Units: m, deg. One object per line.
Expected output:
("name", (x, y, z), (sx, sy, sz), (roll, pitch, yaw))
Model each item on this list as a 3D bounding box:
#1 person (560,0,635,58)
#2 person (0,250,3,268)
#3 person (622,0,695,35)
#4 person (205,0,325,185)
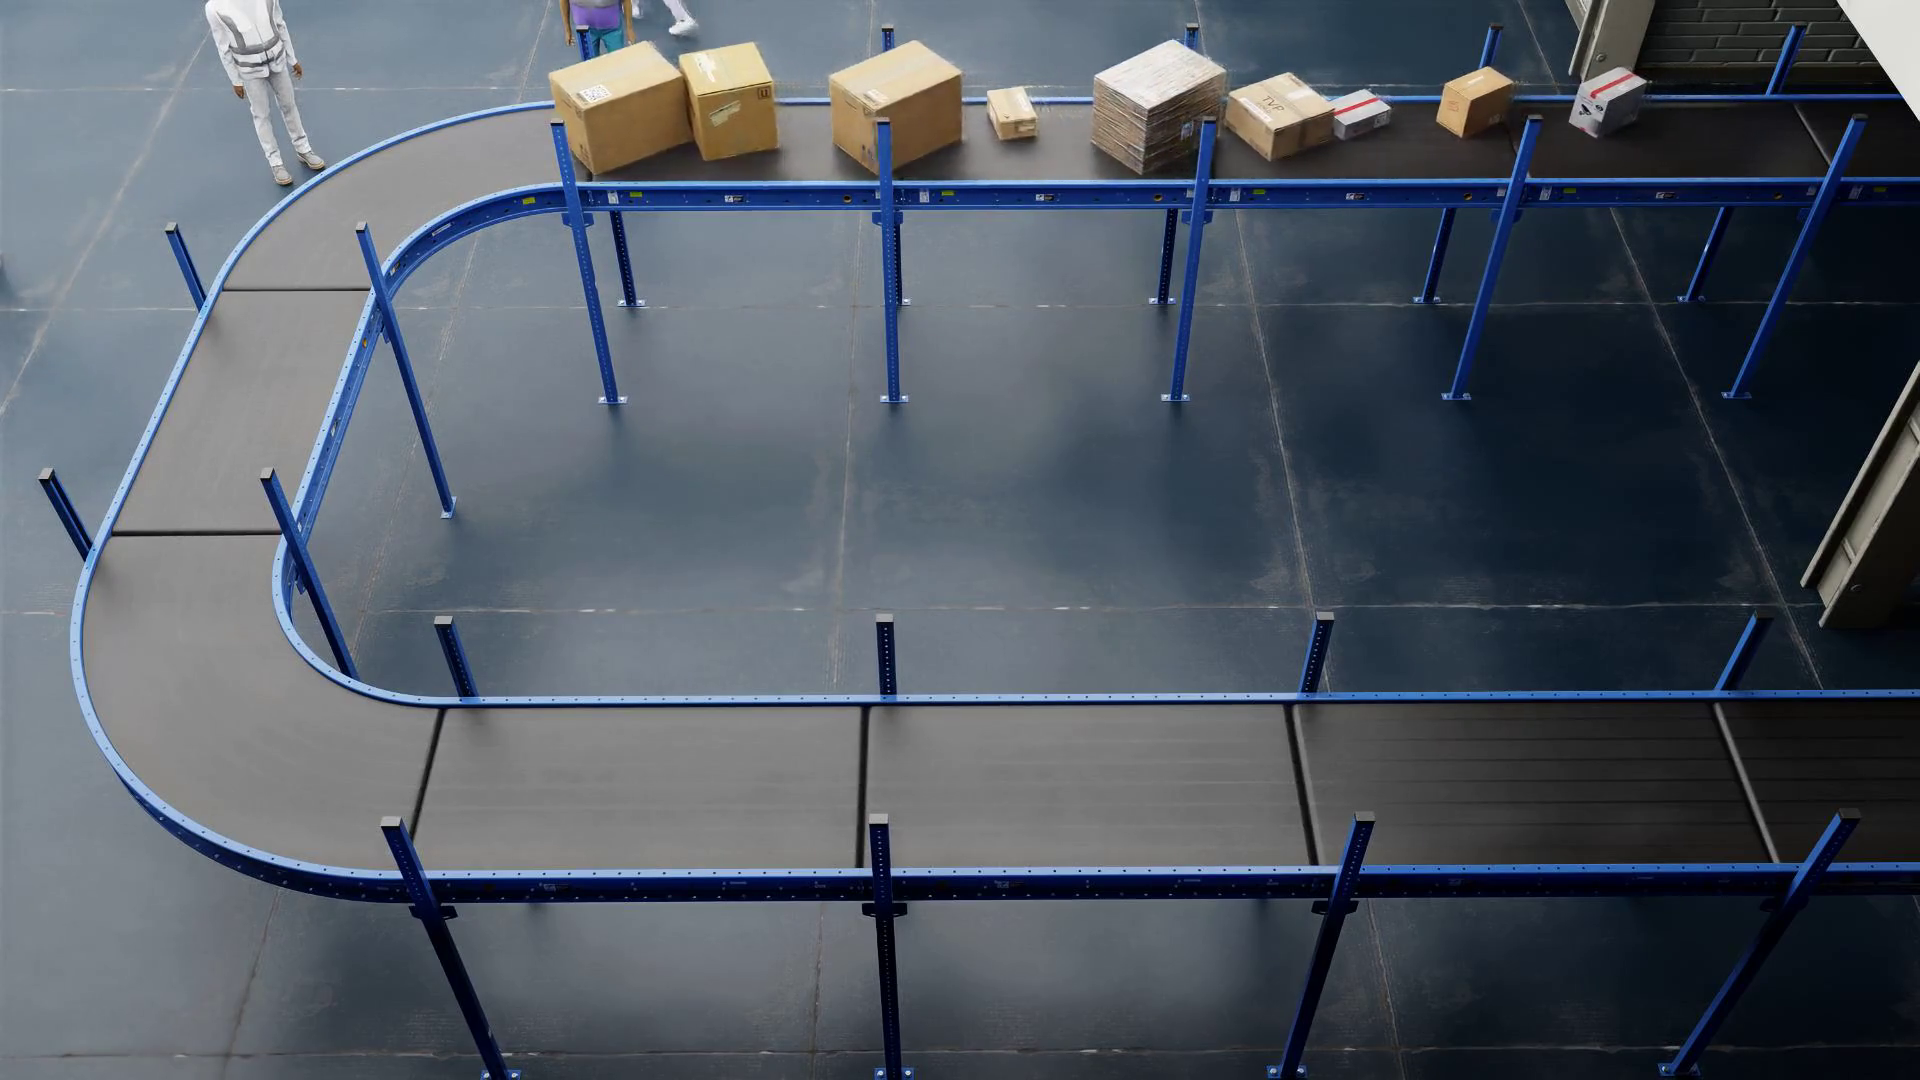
("person", (-2.920, -4.171, 13.908), (0.570, 1.843, 0.372), (-1, 47, -1))
("person", (-7.611, -2.964, 12.741), (0.662, 1.903, 0.878), (-19, 50, -17))
("person", (-2.773, -5.320, 14.995), (0.939, 1.835, 0.529), (19, 50, 17))
("person", (-5.447, -3.693, 13.438), (0.355, 1.882, 0.576), (36, 56, 29))
